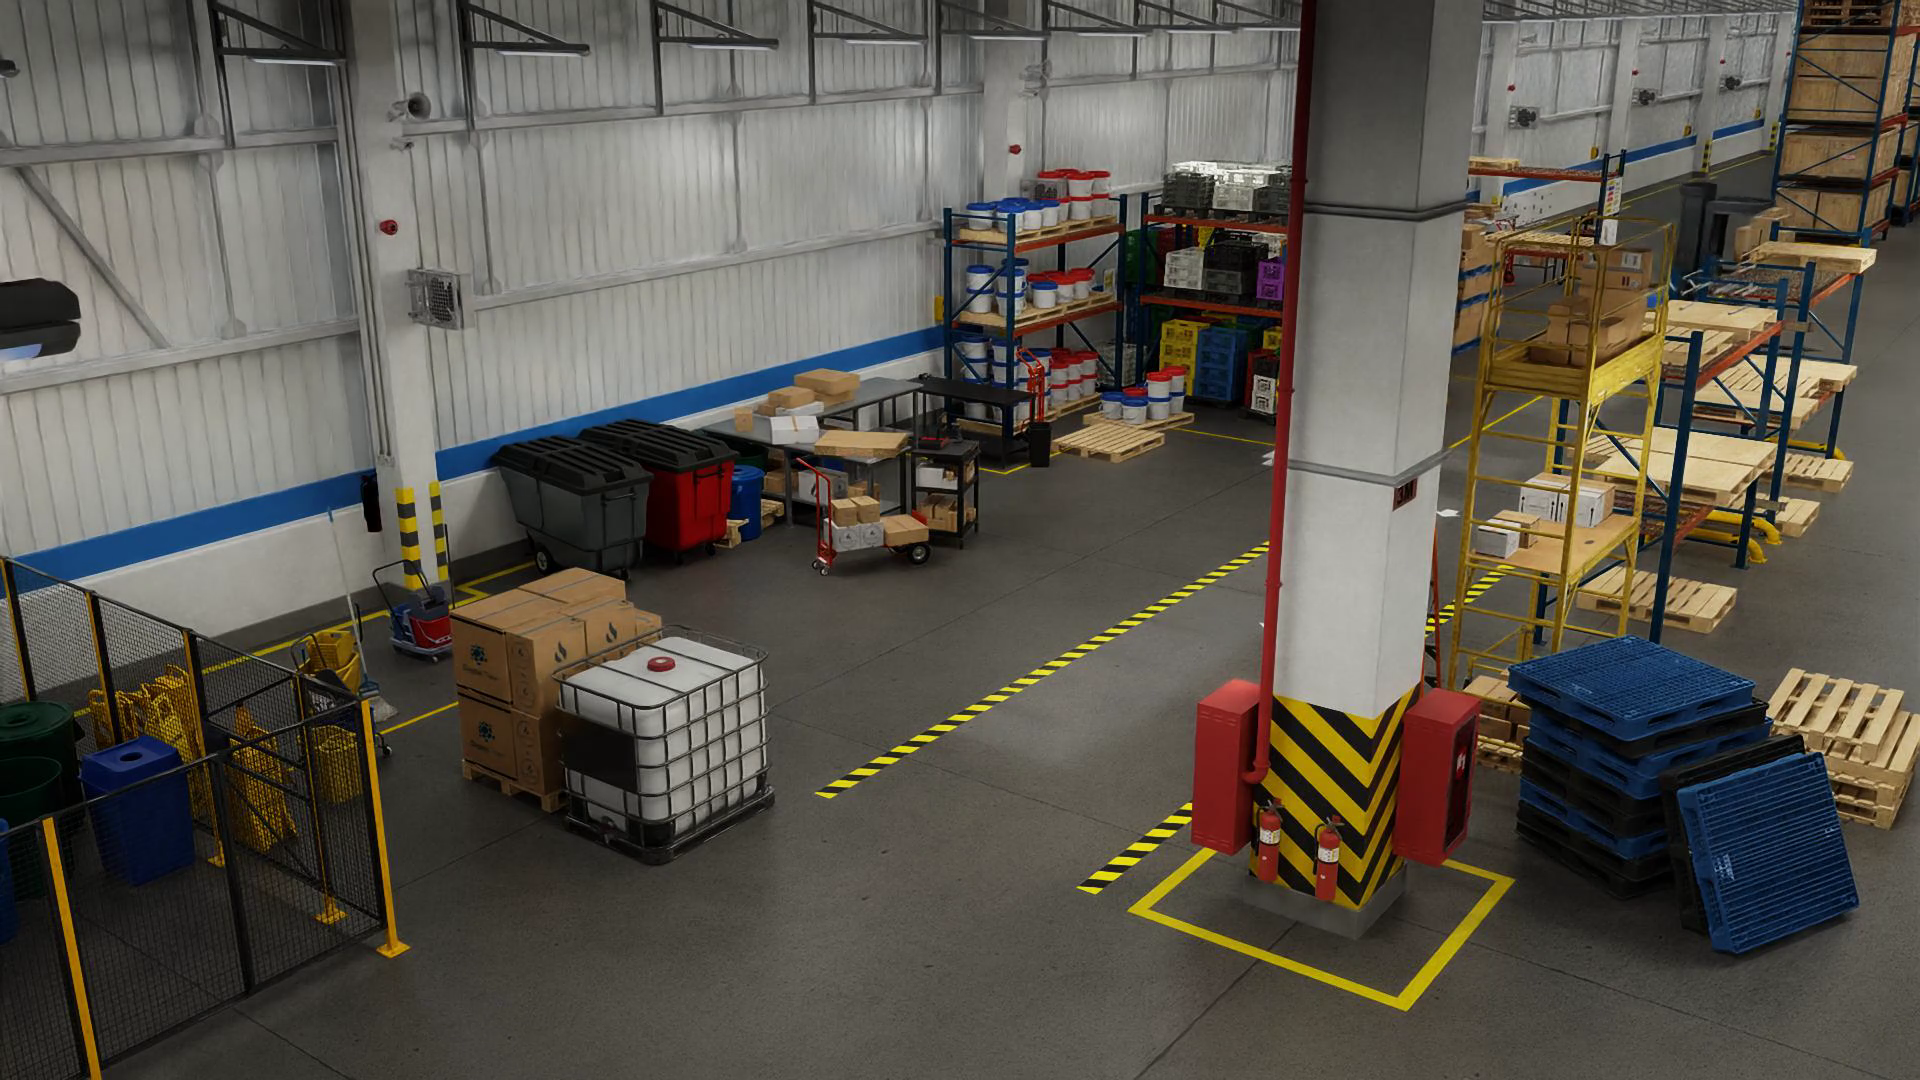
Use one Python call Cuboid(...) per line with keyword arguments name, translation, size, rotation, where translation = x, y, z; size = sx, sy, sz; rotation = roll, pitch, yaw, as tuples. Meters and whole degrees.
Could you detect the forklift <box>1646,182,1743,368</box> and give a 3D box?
Cuboid(name="forklift", translation=(11.774, -4.337, 26.894), size=(1.873, 2.768, 1.129), rotation=(13, 22, 34))
